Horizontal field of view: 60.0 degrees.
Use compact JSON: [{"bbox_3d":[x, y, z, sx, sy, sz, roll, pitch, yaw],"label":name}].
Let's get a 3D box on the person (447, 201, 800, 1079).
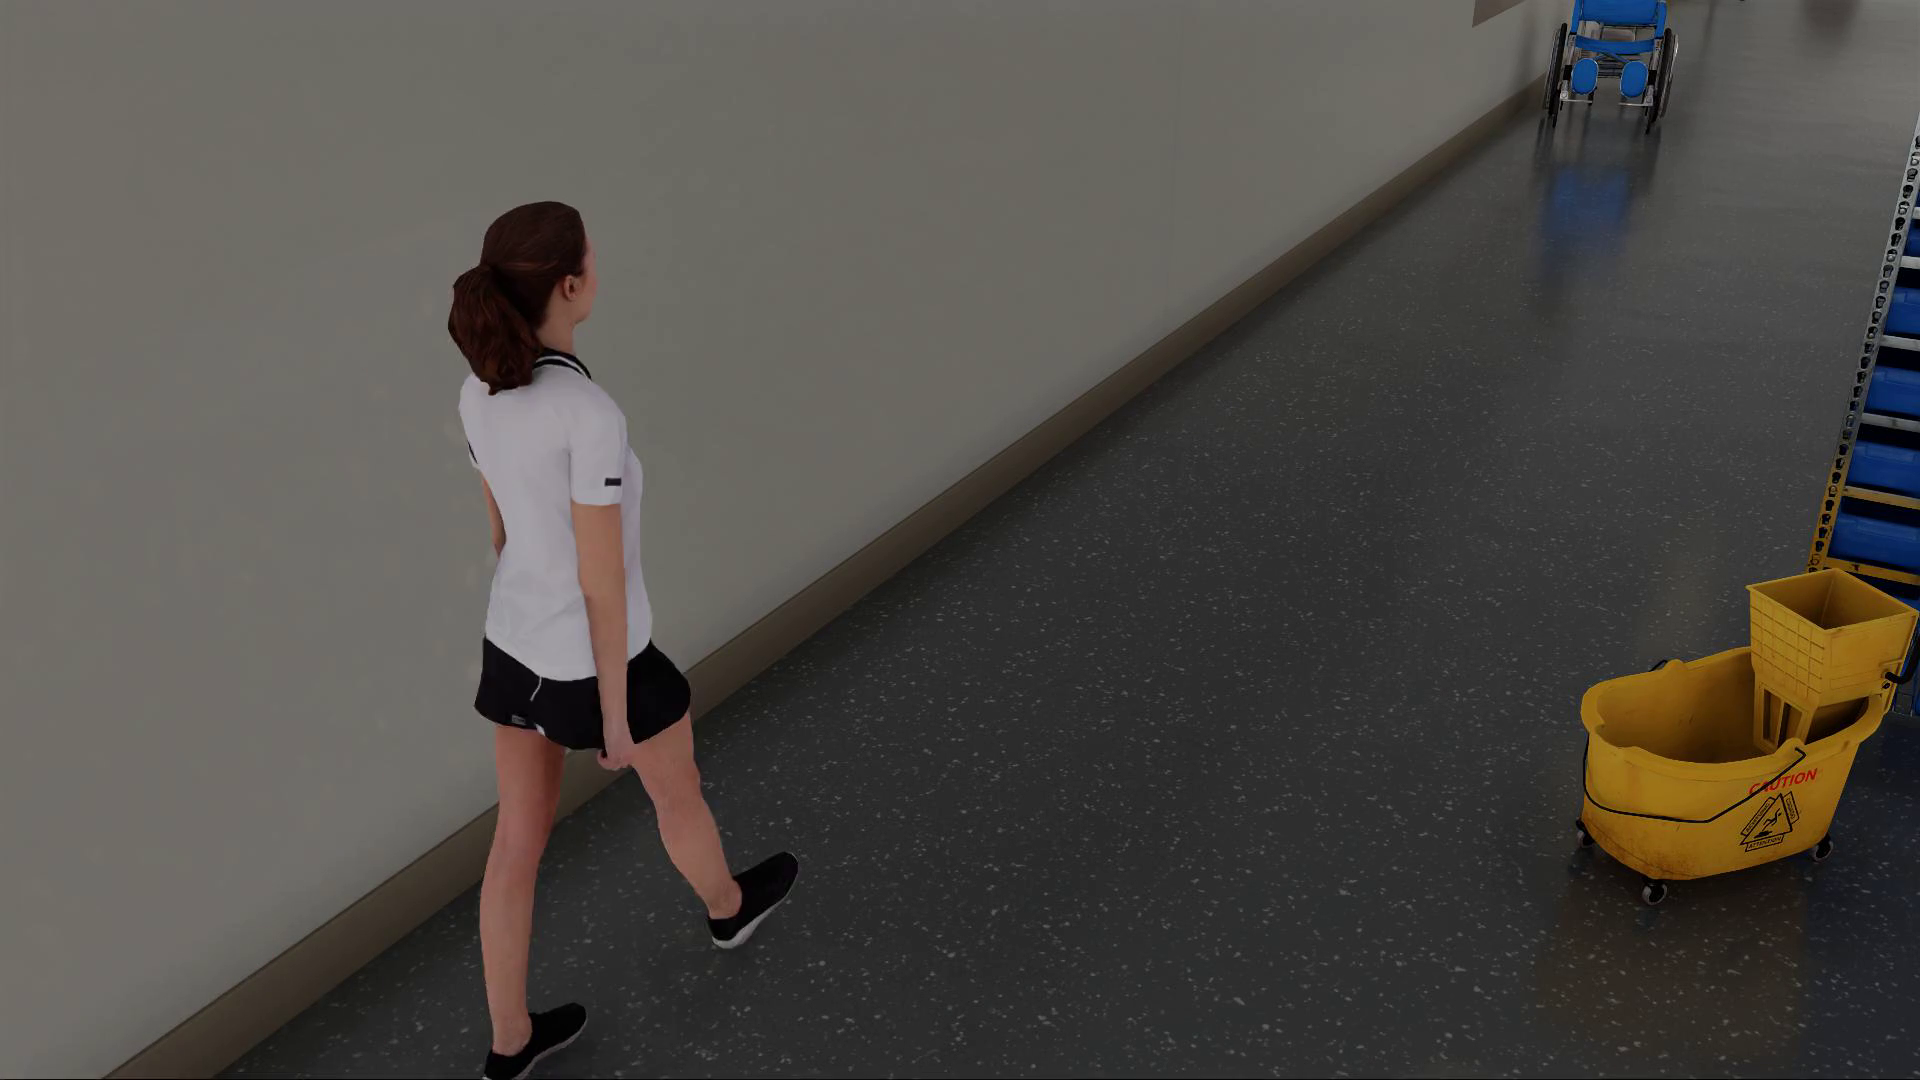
[{"bbox_3d":[-0.787,0.290,3.088,0.964,1.713,0.636,15,29,28],"label":"person"}]
